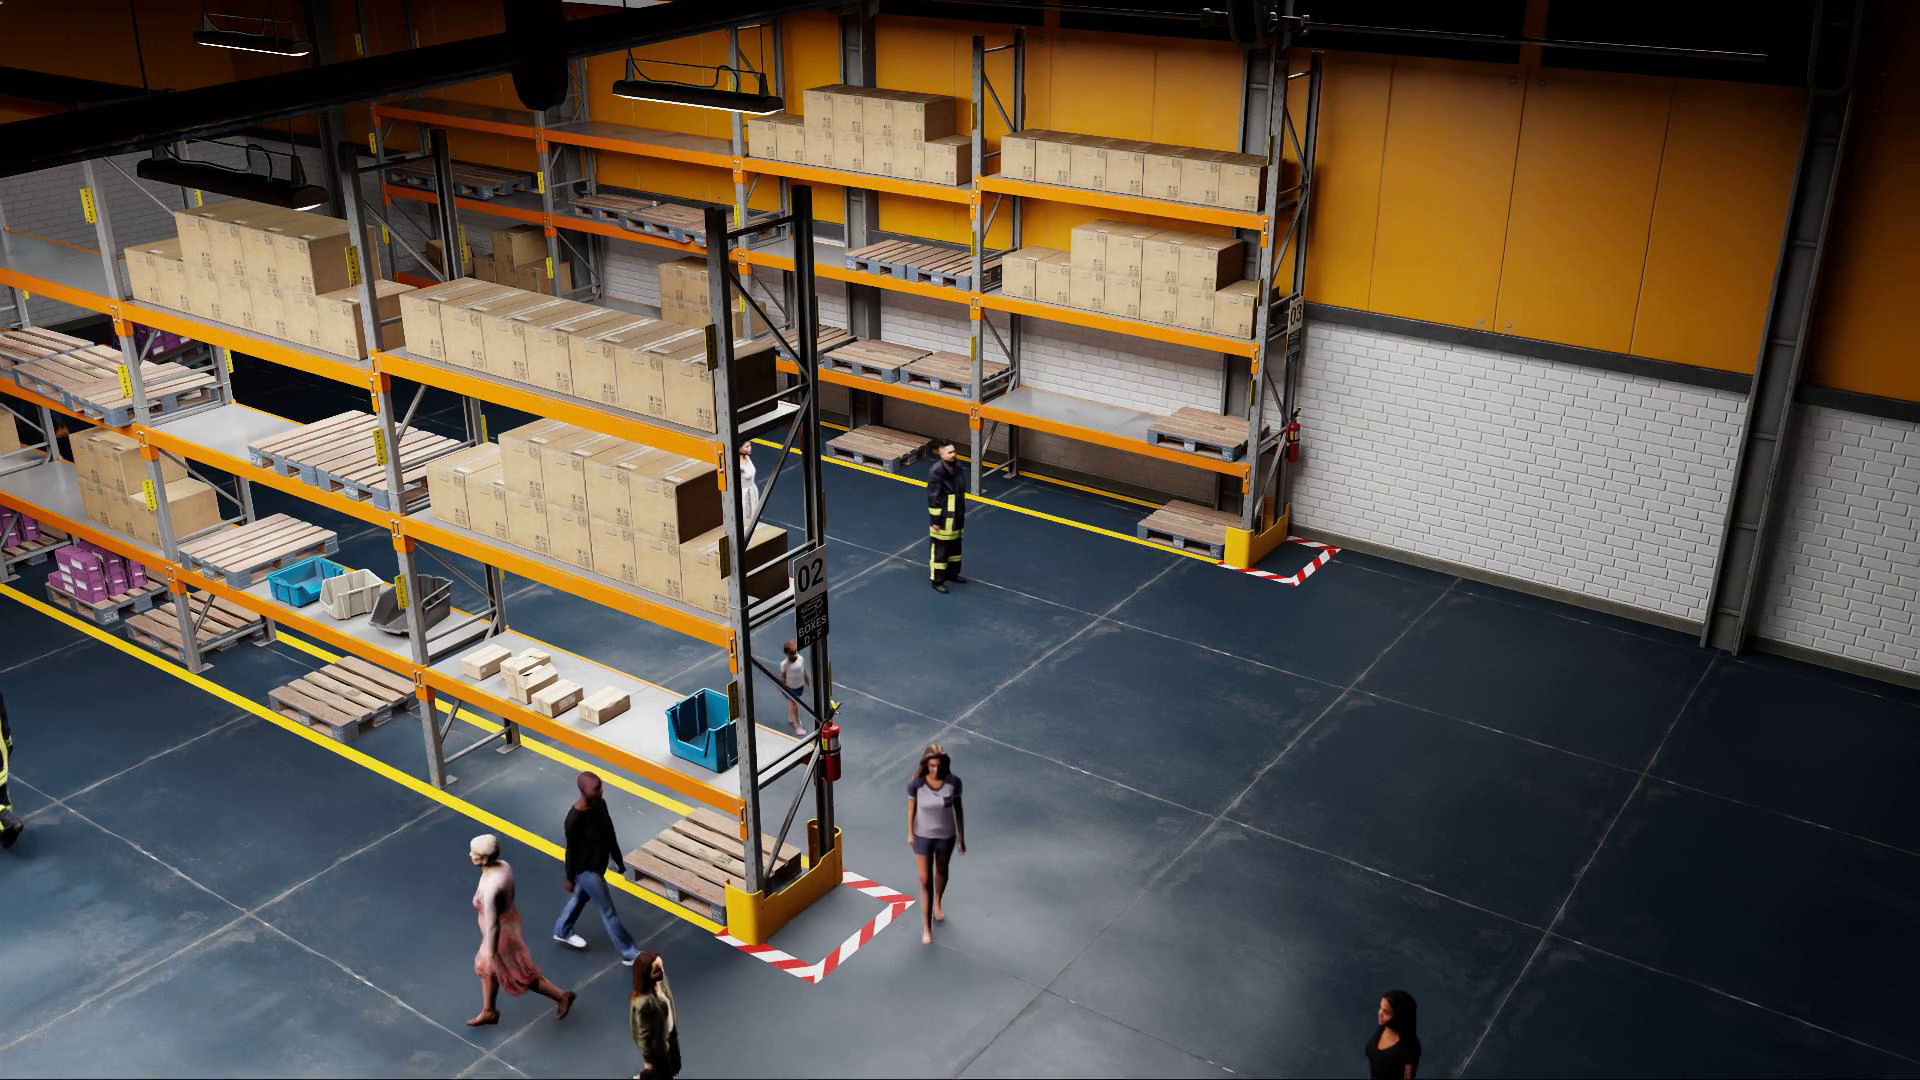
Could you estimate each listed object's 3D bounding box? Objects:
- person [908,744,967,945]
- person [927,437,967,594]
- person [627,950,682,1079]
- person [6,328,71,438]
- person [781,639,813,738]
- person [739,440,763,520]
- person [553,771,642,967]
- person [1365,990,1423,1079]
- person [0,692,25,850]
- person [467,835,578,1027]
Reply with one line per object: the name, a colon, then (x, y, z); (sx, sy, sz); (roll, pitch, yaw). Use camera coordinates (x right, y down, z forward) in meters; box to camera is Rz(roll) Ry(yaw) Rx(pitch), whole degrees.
person: (-0.209, 2.361, 13.570); (0.910, 1.707, 0.948); (-2, 24, -4)
person: (-0.154, -0.329, 19.534); (0.689, 1.860, 0.755); (18, 29, 35)
person: (-2.132, 3.435, 11.417); (0.867, 1.463, 0.738); (6, 24, 13)
person: (-13.407, -2.251, 24.168); (1.003, 1.669, 1.185); (-14, 27, -29)
person: (-1.673, 1.426, 16.591); (0.559, 0.999, 0.721); (-17, 29, -33)
person: (-2.570, -0.414, 19.836); (0.764, 1.774, 0.747); (5, 24, 11)
person: (-2.980, 2.569, 13.100); (1.224, 1.702, 0.816); (8, 25, 19)
person: (2.831, 3.608, 10.694); (0.843, 1.726, 0.813); (-9, 25, -19)
person: (-8.512, 1.893, 14.511); (0.981, 1.811, 0.797); (12, 26, 26)
person: (-3.298, 2.931, 12.328); (1.109, 1.657, 1.026); (-4, 24, -9)
